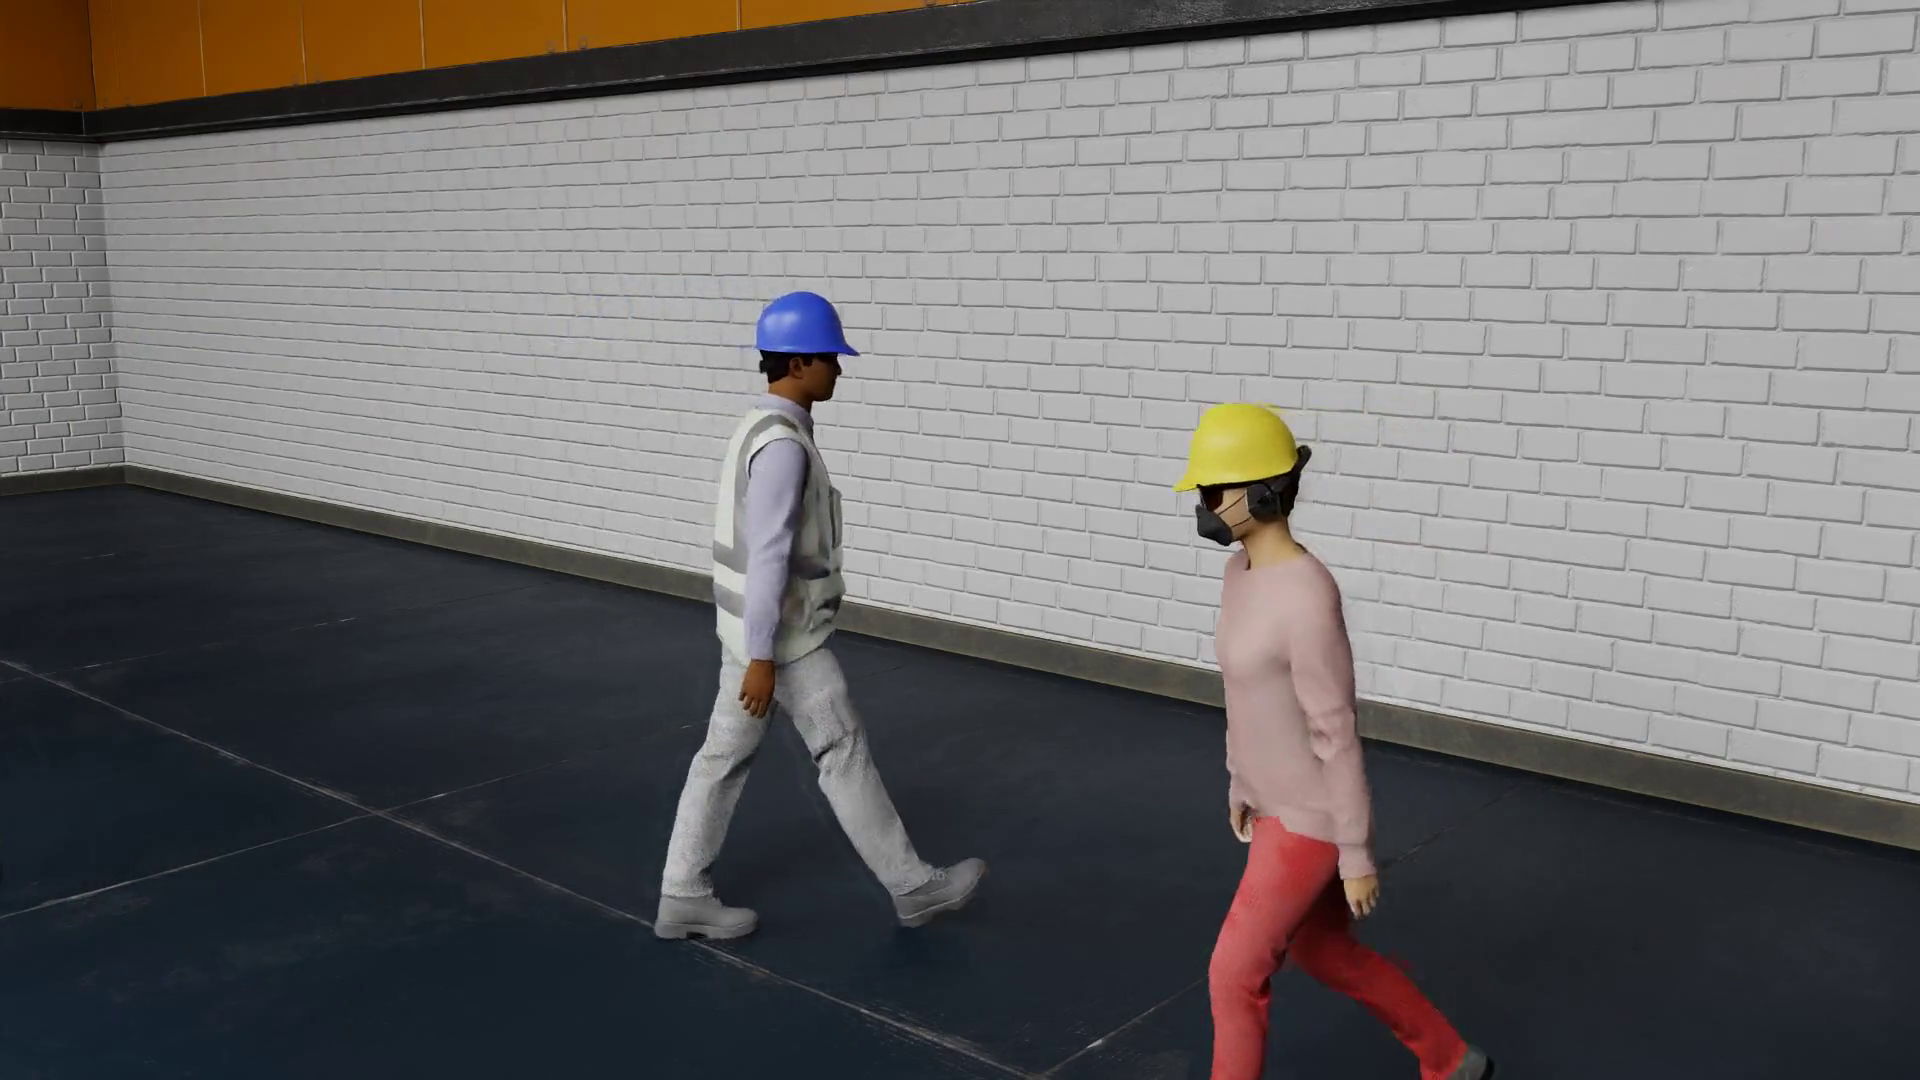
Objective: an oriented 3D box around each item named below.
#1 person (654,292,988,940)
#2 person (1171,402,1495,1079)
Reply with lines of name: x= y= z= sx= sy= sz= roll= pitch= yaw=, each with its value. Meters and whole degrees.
person: x=-0.440 y=0.239 z=4.824 sx=1.013 sy=1.890 sz=0.635 roll=-2 pitch=10 yaw=-13
person: x=0.783 y=0.560 z=3.513 sx=0.837 sy=1.722 sz=0.541 roll=-1 pitch=10 yaw=-5
